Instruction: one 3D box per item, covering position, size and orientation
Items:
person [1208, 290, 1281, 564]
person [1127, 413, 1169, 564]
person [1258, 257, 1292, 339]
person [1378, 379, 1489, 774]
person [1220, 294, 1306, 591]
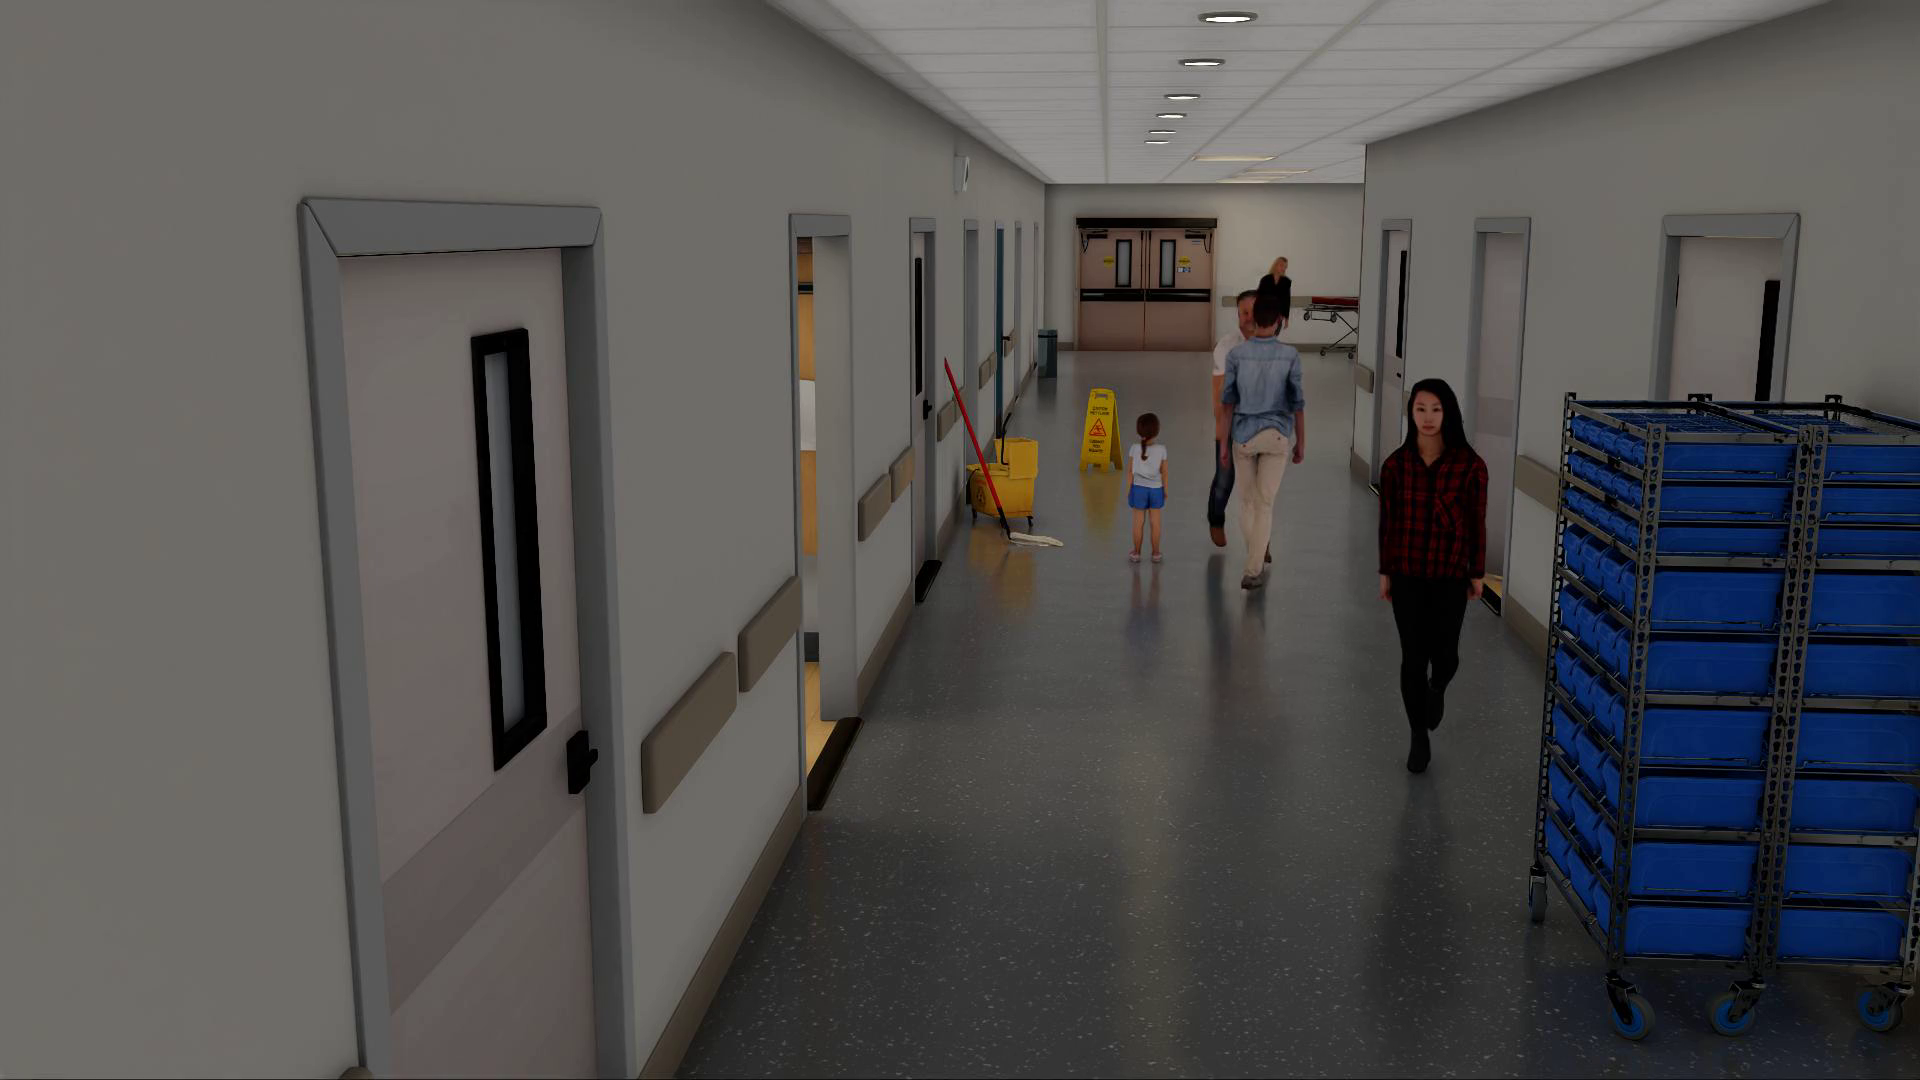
[{"bbox_3d":[1.919,-0.790,11.455,0.760,1.812,1.217,-1,11,-4],"label":"person"},{"bbox_3d":[1.270,-0.358,11.307,0.429,1.019,0.415,1,11,7],"label":"person"},{"bbox_3d":[4.315,-3.028,23.256,0.643,1.809,0.590,4,11,18],"label":"person"},{"bbox_3d":[1.984,0.138,7.019,0.702,1.642,0.809,4,11,20],"label":"person"},{"bbox_3d":[1.855,-0.570,10.334,0.863,1.798,1.265,4,11,18],"label":"person"}]
